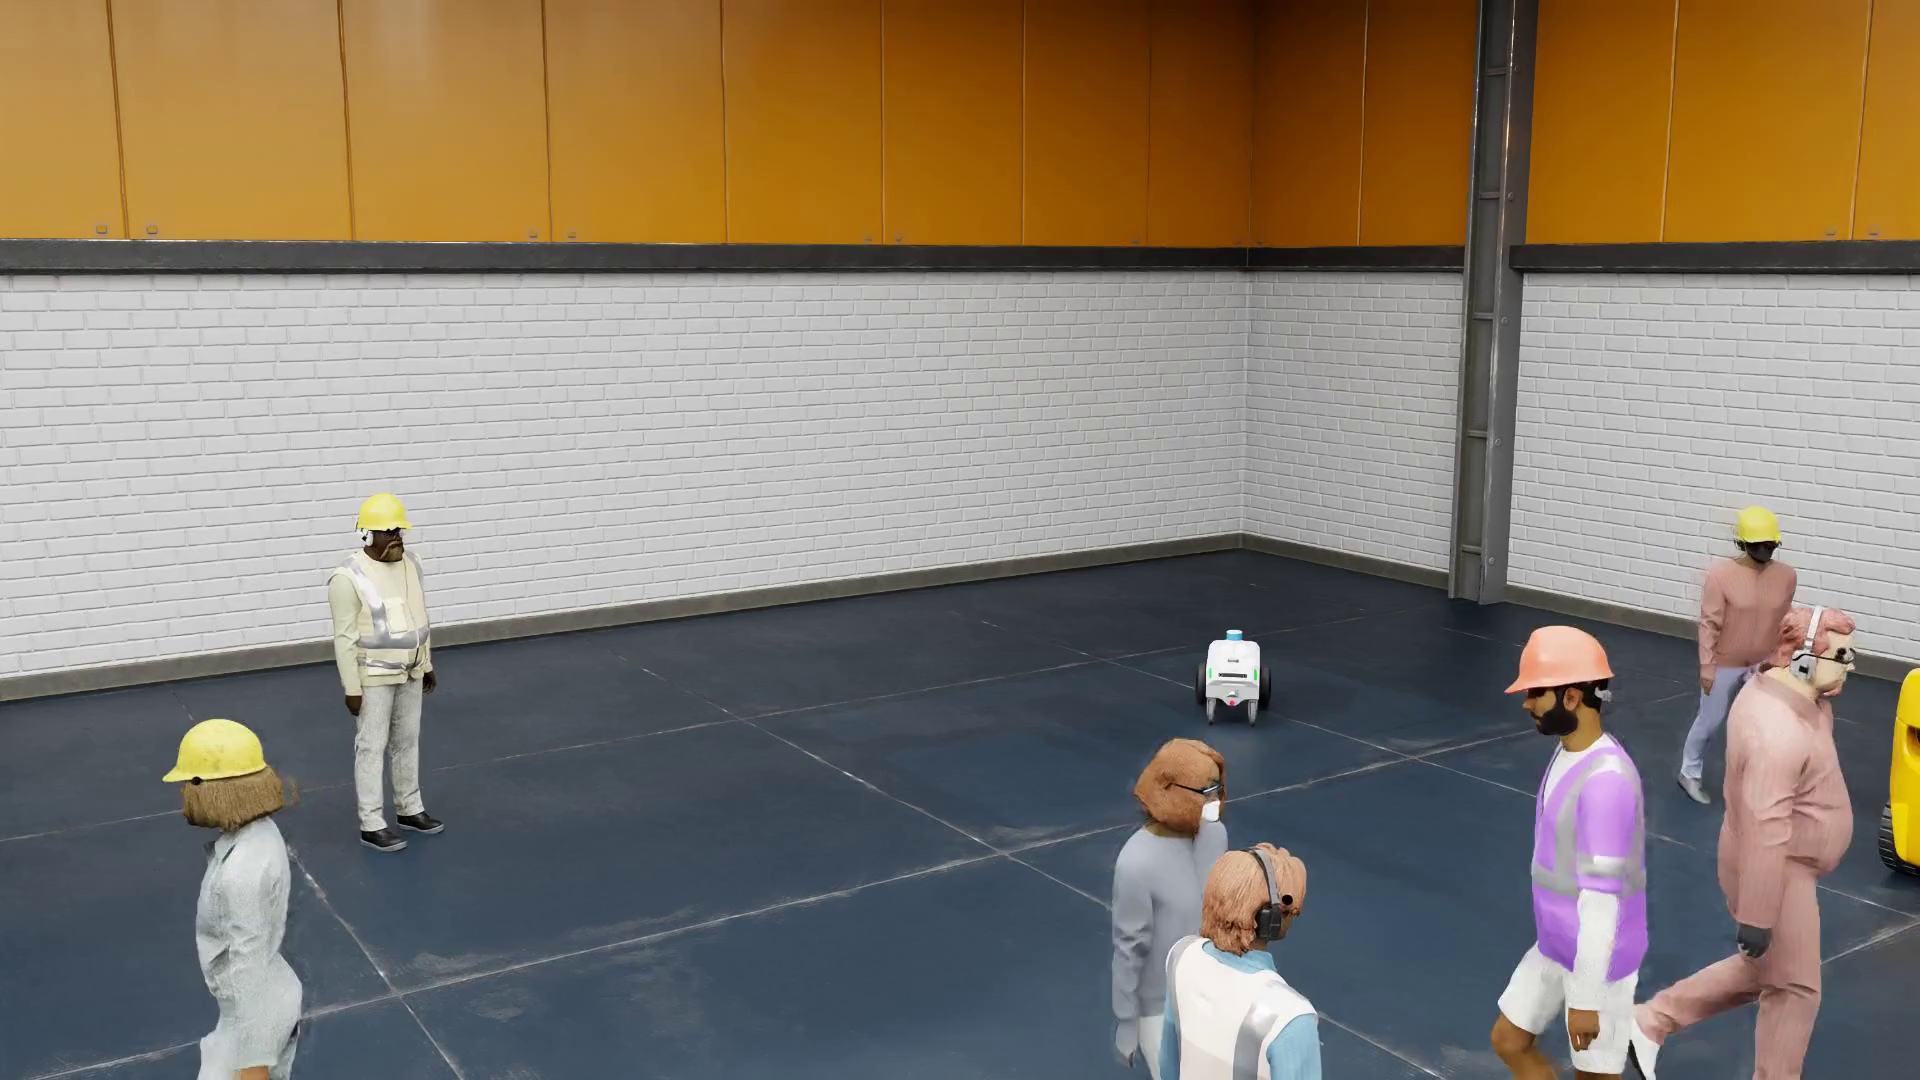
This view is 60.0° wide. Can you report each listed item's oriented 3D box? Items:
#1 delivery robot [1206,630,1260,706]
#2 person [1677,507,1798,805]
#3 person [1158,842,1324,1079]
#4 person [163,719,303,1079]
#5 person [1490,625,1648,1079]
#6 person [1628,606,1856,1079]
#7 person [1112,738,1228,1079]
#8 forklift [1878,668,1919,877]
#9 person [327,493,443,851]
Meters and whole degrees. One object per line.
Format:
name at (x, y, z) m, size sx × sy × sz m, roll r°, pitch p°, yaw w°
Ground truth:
delivery robot at (1.801, 0.837, 10.949) m, size 0.477 × 0.478 × 0.707 m, roll 2°, pitch 10°, yaw 10°
person at (4.160, 0.657, 8.836) m, size 0.555 × 1.712 × 0.932 m, roll 0°, pitch 9°, yaw -2°
person at (0.653, 1.511, 3.907) m, size 0.312 × 1.639 × 0.520 m, roll -5°, pitch 11°, yaw -29°
person at (-2.019, 1.345, 4.629) m, size 0.361 × 1.730 × 0.519 m, roll -4°, pitch 10°, yaw -21°
person at (1.829, 1.209, 4.912) m, size 0.523 × 1.906 × 0.684 m, roll 1°, pitch 10°, yaw 8°
person at (2.645, 1.117, 5.563) m, size 0.674 × 1.878 × 0.661 m, roll 4°, pitch 10°, yaw 22°
person at (0.635, 1.359, 4.915) m, size 0.684 × 1.613 × 0.514 m, roll 9°, pitch 13°, yaw 42°
forklift at (5.511, 0.571, 7.906) m, size 2.313 × 2.155 × 1.214 m, roll -6°, pitch 11°, yaw -33°
person at (-2.911, 0.662, 8.477) m, size 0.403 × 1.827 × 0.589 m, roll 4°, pitch 10°, yaw 24°
